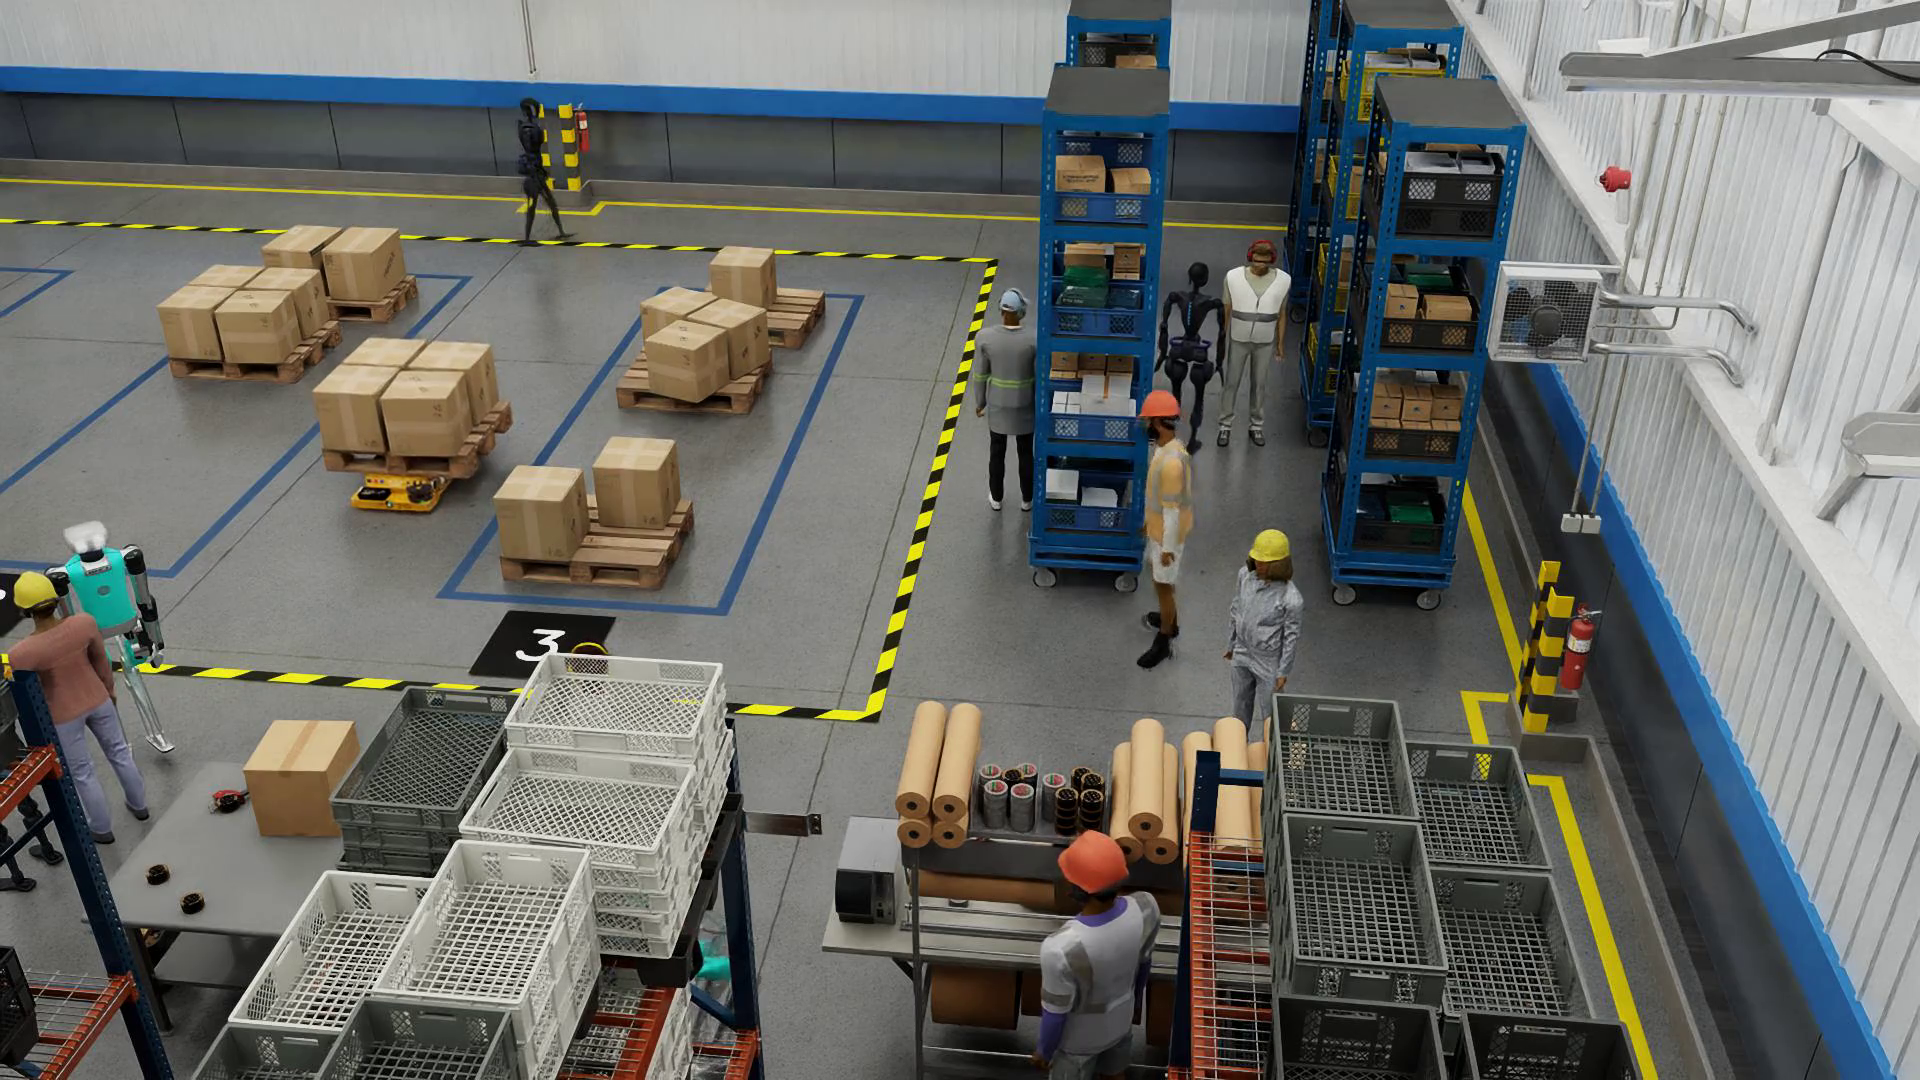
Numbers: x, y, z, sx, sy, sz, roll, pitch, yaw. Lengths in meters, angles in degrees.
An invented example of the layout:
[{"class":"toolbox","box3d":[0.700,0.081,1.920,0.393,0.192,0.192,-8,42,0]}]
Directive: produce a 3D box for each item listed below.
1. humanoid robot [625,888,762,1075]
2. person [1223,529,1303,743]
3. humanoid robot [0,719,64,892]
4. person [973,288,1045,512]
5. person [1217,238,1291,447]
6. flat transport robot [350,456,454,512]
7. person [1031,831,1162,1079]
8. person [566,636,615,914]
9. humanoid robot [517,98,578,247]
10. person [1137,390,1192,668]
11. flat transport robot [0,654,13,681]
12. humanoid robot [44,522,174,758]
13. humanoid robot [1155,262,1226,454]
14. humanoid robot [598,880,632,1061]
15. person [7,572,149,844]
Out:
[{"class":"humanoid robot","box3d":[-1.265,1.892,7.991,0.798,1.798,0.535,-19,35,-29]},{"class":"person","box3d":[1.792,0.702,9.998,0.287,1.745,0.486,-24,38,-35]},{"class":"humanoid robot","box3d":[-5.406,1.211,9.176,0.315,1.659,0.599,9,31,16]},{"class":"person","box3d":[0.403,-1.087,12.969,0.588,1.850,0.396,4,30,7]},{"class":"person","box3d":[2.450,-1.668,13.977,0.562,1.838,0.389,0,30,1]},{"class":"flat transport robot","box3d":[-4.456,-0.674,13.803,0.652,0.197,1.431,3,30,6]},{"class":"person","box3d":[0.567,2.099,7.308,0.607,2.044,0.367,-21,36,-31]},{"class":"person","box3d":[-1.866,1.331,8.801,0.528,1.864,0.311,-8,31,-14]},{"class":"humanoid robot","box3d":[-4.596,-4.015,18.186,0.646,1.632,0.610,-2,30,-4]},{"class":"person","box3d":[1.356,-0.064,11.176,0.391,1.894,0.664,2,30,3]},{"class":"flat transport robot","box3d":[-7.142,0.969,11.010,1.431,0.231,0.659,3,30,6]},{"class":"humanoid robot","box3d":[-5.168,0.571,10.102,0.533,1.676,0.735,-21,36,-32]},{"class":"humanoid robot","box3d":[1.929,-1.513,13.883,0.616,1.651,0.307,12,32,20]},{"class":"humanoid robot","box3d":[-1.813,1.962,7.915,0.603,1.659,0.484,8,31,13]},{"class":"person","box3d":[-5.082,0.963,9.530,0.328,1.768,0.525,18,35,28]}]
